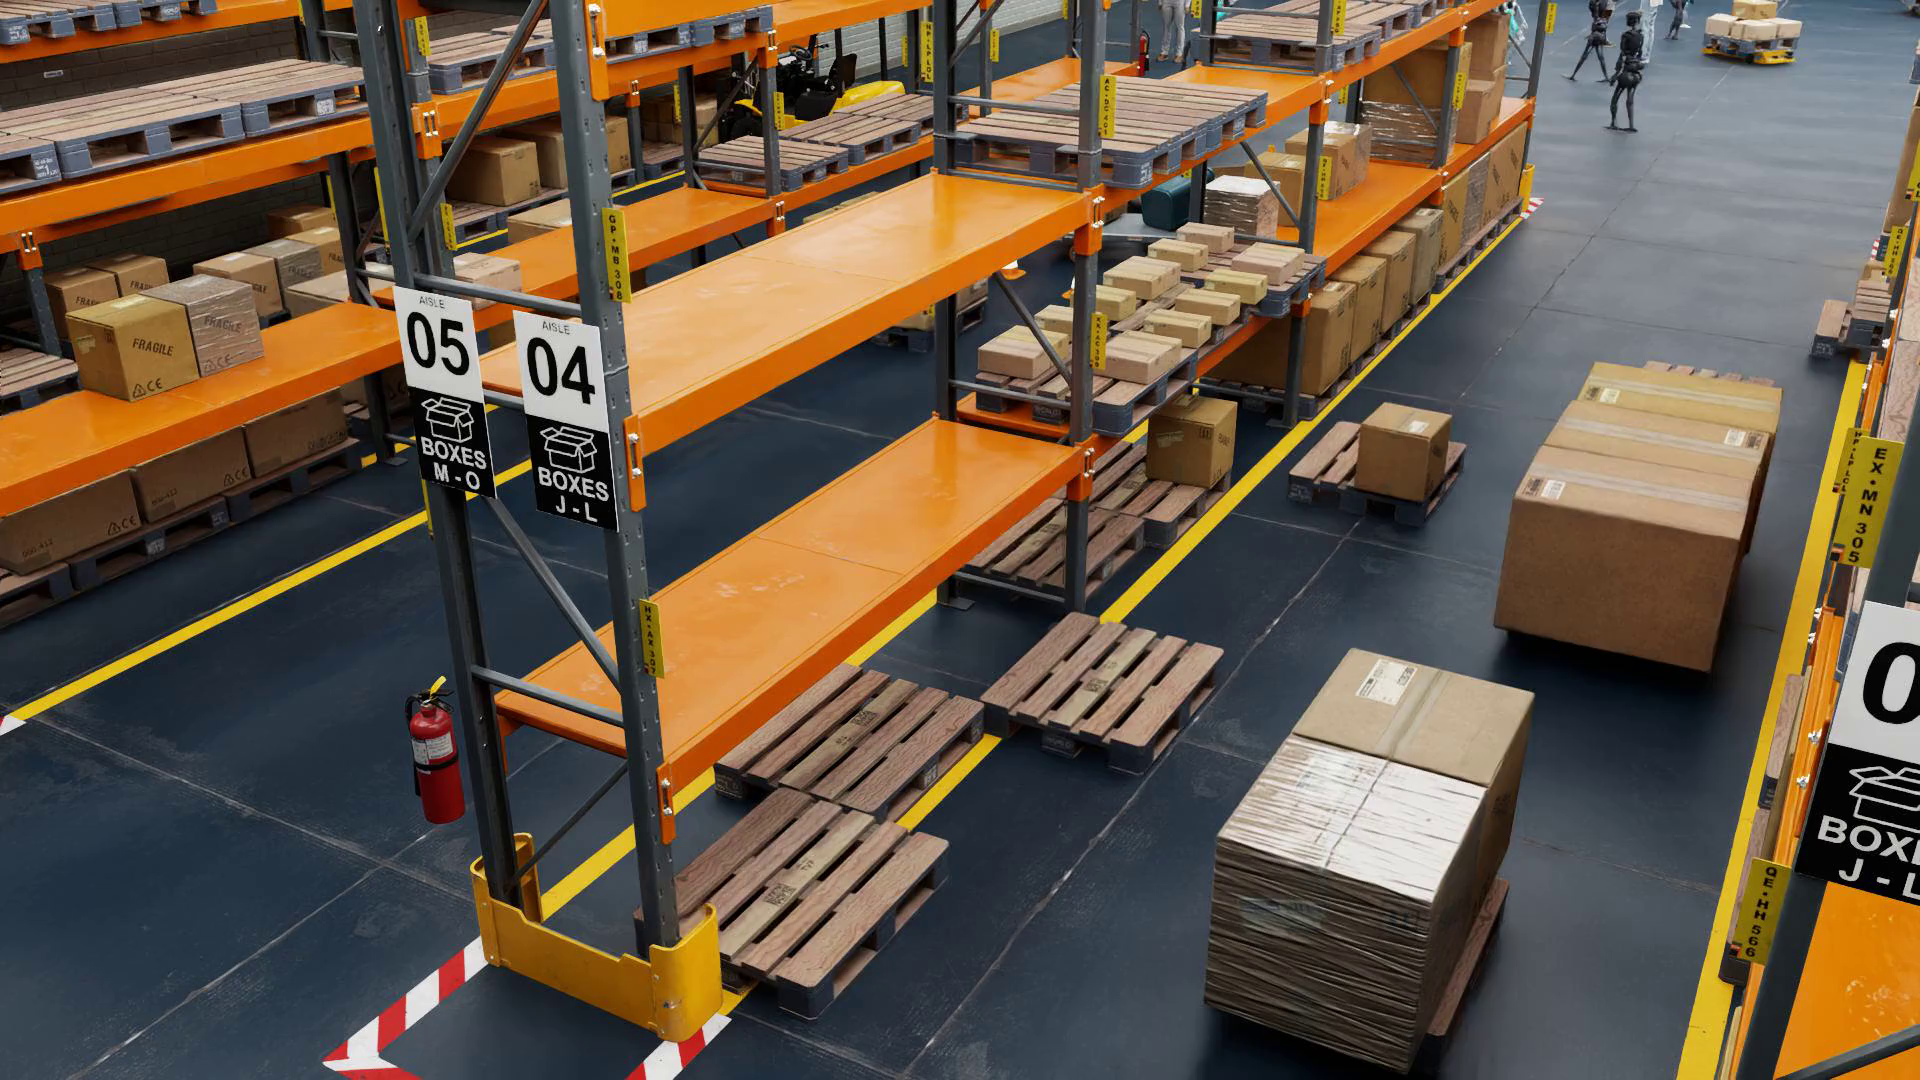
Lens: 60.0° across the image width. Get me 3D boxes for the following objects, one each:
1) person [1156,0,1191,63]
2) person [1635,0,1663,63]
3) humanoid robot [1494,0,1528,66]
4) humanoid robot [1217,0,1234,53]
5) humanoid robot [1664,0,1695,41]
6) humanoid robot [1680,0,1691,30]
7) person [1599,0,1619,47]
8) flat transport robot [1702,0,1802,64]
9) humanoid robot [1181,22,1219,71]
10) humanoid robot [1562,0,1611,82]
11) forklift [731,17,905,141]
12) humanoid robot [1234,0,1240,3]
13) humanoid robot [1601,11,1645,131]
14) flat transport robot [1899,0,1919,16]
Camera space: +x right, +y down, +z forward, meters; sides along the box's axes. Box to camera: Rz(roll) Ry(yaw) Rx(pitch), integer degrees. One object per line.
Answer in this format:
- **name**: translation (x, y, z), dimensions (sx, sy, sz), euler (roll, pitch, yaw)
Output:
- **person**: translation (3.678, -9.205, 28.547), dimensions (0.630, 1.940, 0.372), euler (15, 29, 27)
- **person**: translation (11.728, -9.083, 28.314), dimensions (0.399, 1.920, 0.589), euler (23, 34, 39)
- **humanoid robot**: translation (9.348, -8.900, 28.149), dimensions (0.540, 1.790, 0.752), euler (-16, 30, -30)
- **humanoid robot**: translation (4.479, -9.372, 29.119), dimensions (0.738, 1.782, 0.553), euler (-16, 30, -30)
- **humanoid robot**: translation (13.250, -10.013, 30.536), dimensions (0.598, 1.642, 0.447), euler (-19, 32, -34)
- **humanoid robot**: translation (13.877, -10.559, 31.653), dimensions (0.741, 1.828, 0.537), euler (2, 26, 4)
- **person**: translation (11.762, -9.943, 30.046), dimensions (0.367, 1.966, 0.602), euler (1, 26, 2)
- **flat transport robot**: translation (13.733, -8.510, 29.025), dimensions (0.659, 0.231, 1.431), euler (-11, 28, -22)
- **humanoid robot**: translation (3.284, -6.267, 22.751), dimensions (0.590, 1.638, 0.608), euler (14, 29, 27)
- **humanoid robot**: translation (10.253, -8.224, 26.858), dimensions (0.778, 1.618, 0.616), euler (12, 28, 23)
- **forklift**: translation (-1.819, -5.975, 21.543), dimensions (2.313, 2.155, 1.214), euler (14, 29, 26)
- **humanoid robot**: translation (5.391, -11.852, 34.299), dimensions (1.038, 1.733, 0.546), euler (-6, 26, -12)
- **humanoid robot**: translation (9.428, -6.607, 23.457), dimensions (0.602, 1.634, 0.515), euler (-19, 32, -34)
- **flat transport robot**: translation (19.722, -10.765, 33.710), dimensions (0.659, 0.231, 1.431), euler (8, 27, 16)
